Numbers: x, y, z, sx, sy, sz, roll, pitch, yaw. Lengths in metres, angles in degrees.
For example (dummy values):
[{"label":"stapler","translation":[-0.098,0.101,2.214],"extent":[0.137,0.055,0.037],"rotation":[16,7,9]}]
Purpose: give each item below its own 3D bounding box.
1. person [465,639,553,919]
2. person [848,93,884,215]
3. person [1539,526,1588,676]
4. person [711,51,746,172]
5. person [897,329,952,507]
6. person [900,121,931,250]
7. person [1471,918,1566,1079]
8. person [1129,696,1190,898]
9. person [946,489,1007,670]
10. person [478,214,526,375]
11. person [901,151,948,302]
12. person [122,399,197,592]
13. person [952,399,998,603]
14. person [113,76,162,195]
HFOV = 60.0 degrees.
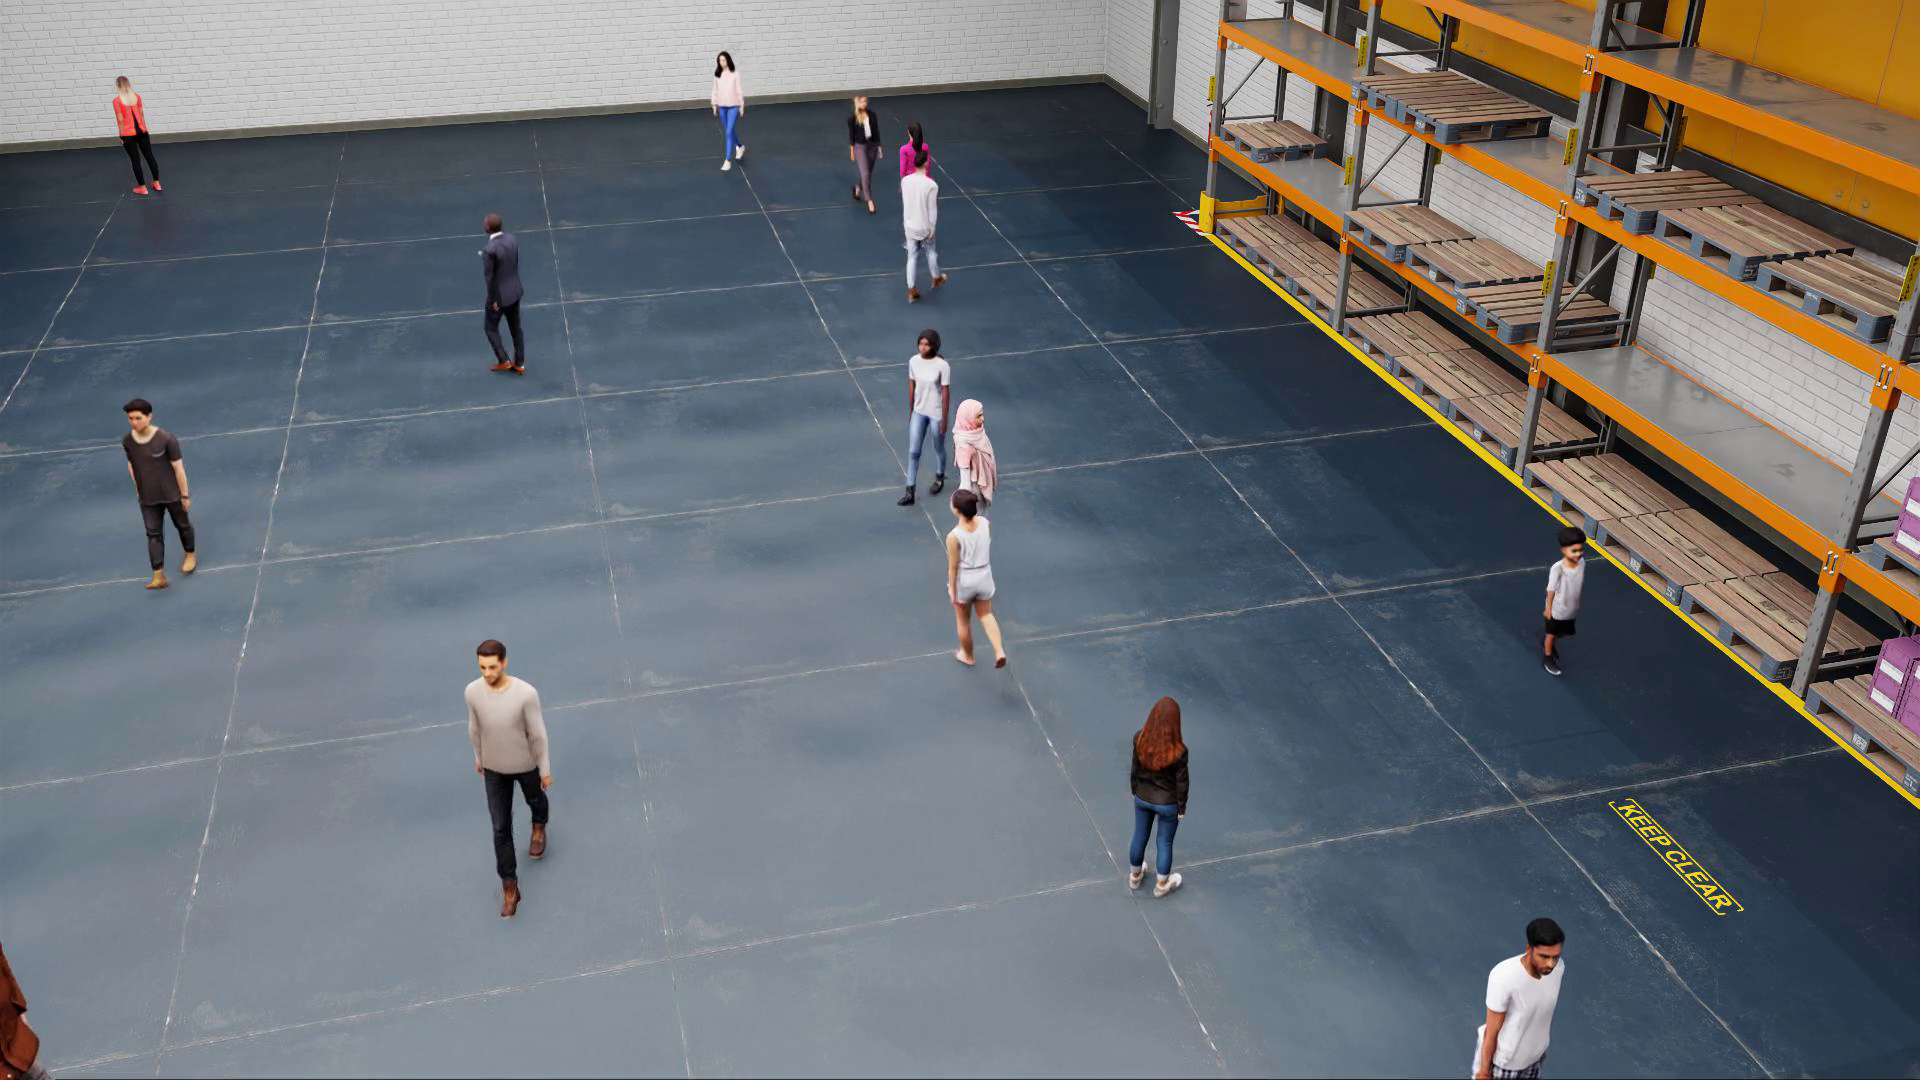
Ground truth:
[{"label":"person","translation":[-2.855,1.402,10.712],"extent":[0.851,1.820,1.243],"rotation":[-1,29,-1]},{"label":"person","translation":[-1.376,-5.497,23.551],"extent":[0.802,1.637,1.096],"rotation":[-16,33,-27]},{"label":"person","translation":[4.705,0.441,13.069],"extent":[0.508,1.251,0.583],"rotation":[-10,30,-17]},{"label":"person","translation":[-3.503,-6.593,25.460],"extent":[1.079,1.734,1.263],"rotation":[9,30,17]},{"label":"person","translation":[-0.243,-1.188,15.591],"extent":[0.987,1.695,1.096],"rotation":[12,31,21]},{"label":"person","translation":[-0.590,-4.703,22.030],"extent":[0.617,1.699,0.615],"rotation":[-13,31,-22]},{"label":"person","translation":[2.847,2.615,8.580],"extent":[0.676,1.732,0.620],"rotation":[-16,32,-26]},{"label":"person","translation":[1.260,1.638,10.632],"extent":[0.632,1.482,0.689],"rotation":[15,32,25]},{"label":"person","translation":[0.130,0.352,12.864],"extent":[0.740,1.602,0.879],"rotation":[-15,32,-26]},{"label":"person","translation":[-4.919,-2.653,18.160],"extent":[0.876,1.807,0.828],"rotation":[18,33,29]},{"label":"person","translation":[-0.538,-3.794,20.252],"extent":[1.046,1.805,1.134],"rotation":[13,31,22]},{"label":"person","translation":[-6.820,-0.455,14.258],"extent":[0.751,1.685,1.032],"rotation":[-2,29,-4]},{"label":"person","translation":[0.105,-0.341,13.925],"extent":[0.795,1.804,0.690],"rotation":[6,29,11]},{"label":"person","translation":[-12.036,-5.917,24.263],"extent":[0.727,1.693,0.676],"rotation":[17,33,29]}]
